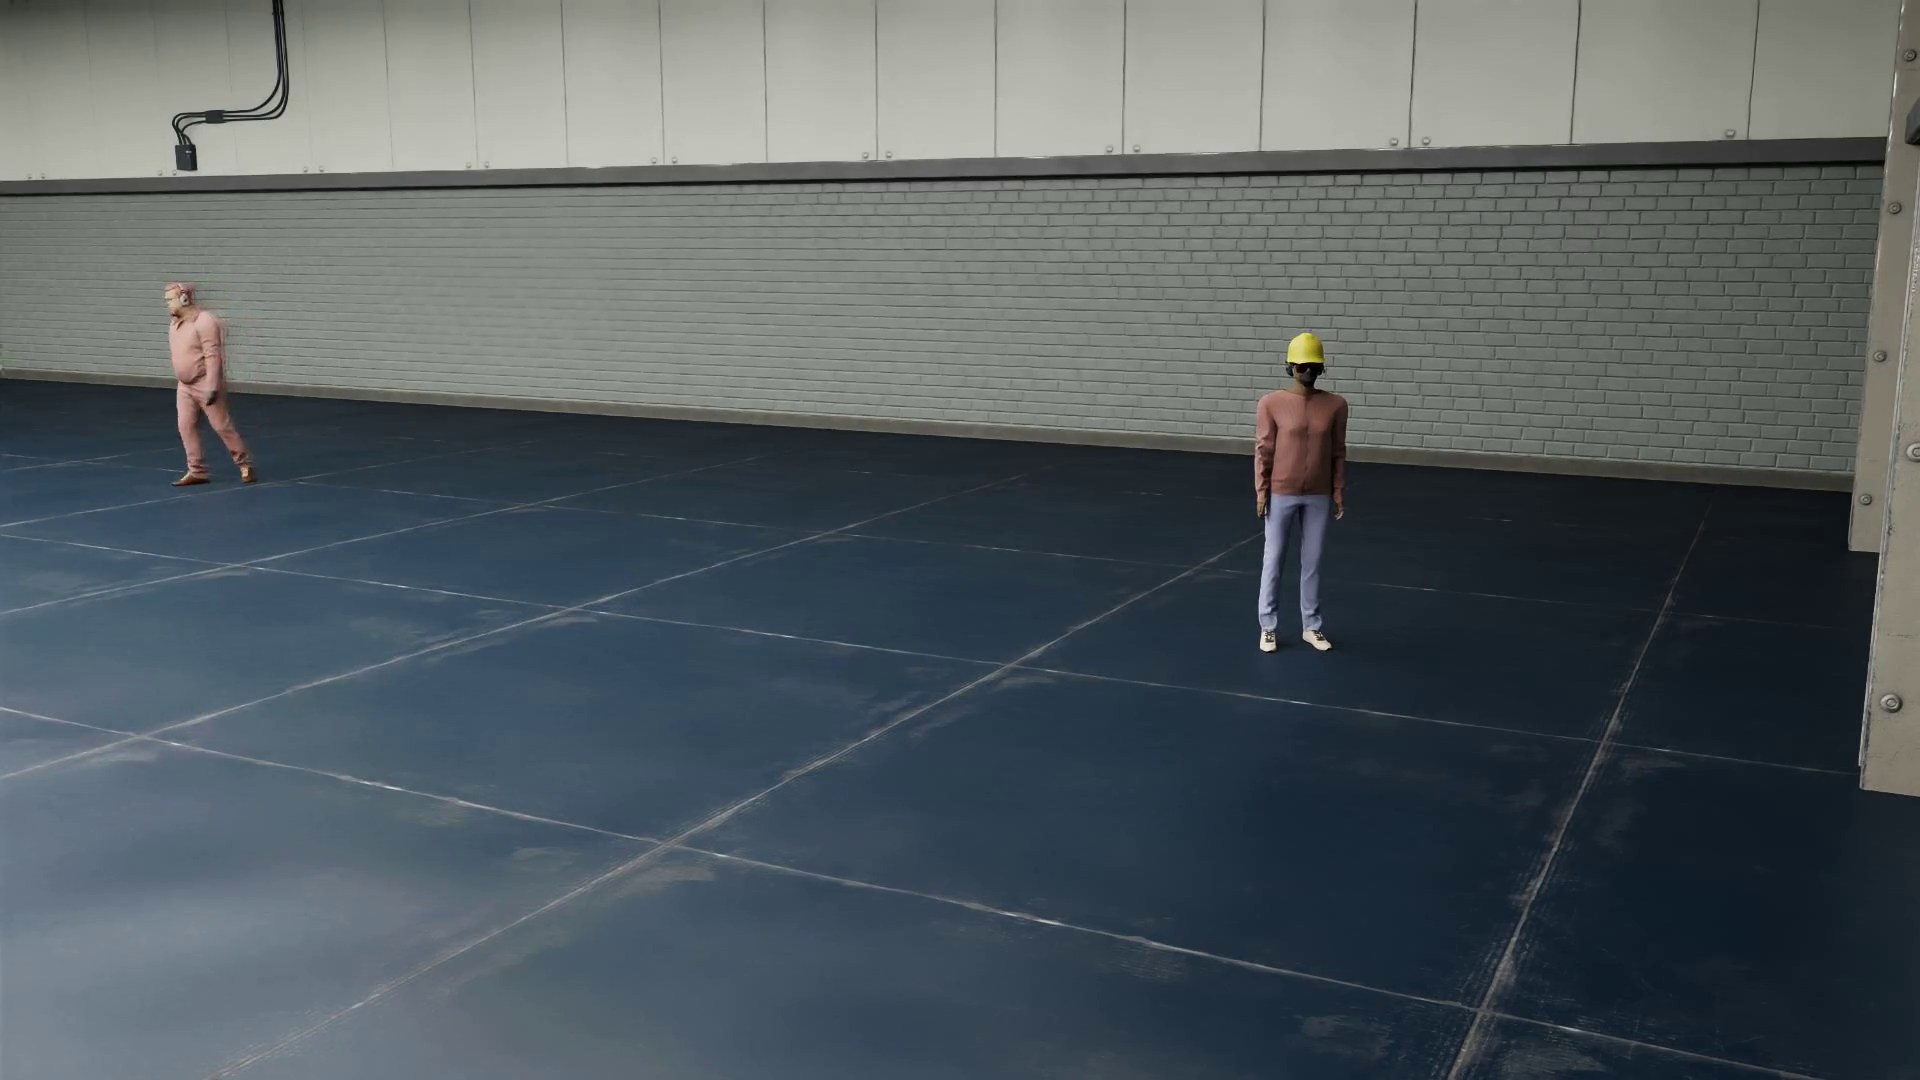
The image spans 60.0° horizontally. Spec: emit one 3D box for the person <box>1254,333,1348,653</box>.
[{"bbox_3d":[1.881,-0.254,9.183,0.525,1.769,0.315,-1,10,-8],"label":"person"}]

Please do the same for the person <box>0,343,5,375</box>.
[{"bbox_3d":[-11.342,-2.029,19.239,0.532,1.617,0.394,0,10,-2],"label":"person"}]

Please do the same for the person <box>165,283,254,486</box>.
[{"bbox_3d":[-6.950,-1.436,15.377,0.662,1.870,0.703,6,12,30],"label":"person"}]
